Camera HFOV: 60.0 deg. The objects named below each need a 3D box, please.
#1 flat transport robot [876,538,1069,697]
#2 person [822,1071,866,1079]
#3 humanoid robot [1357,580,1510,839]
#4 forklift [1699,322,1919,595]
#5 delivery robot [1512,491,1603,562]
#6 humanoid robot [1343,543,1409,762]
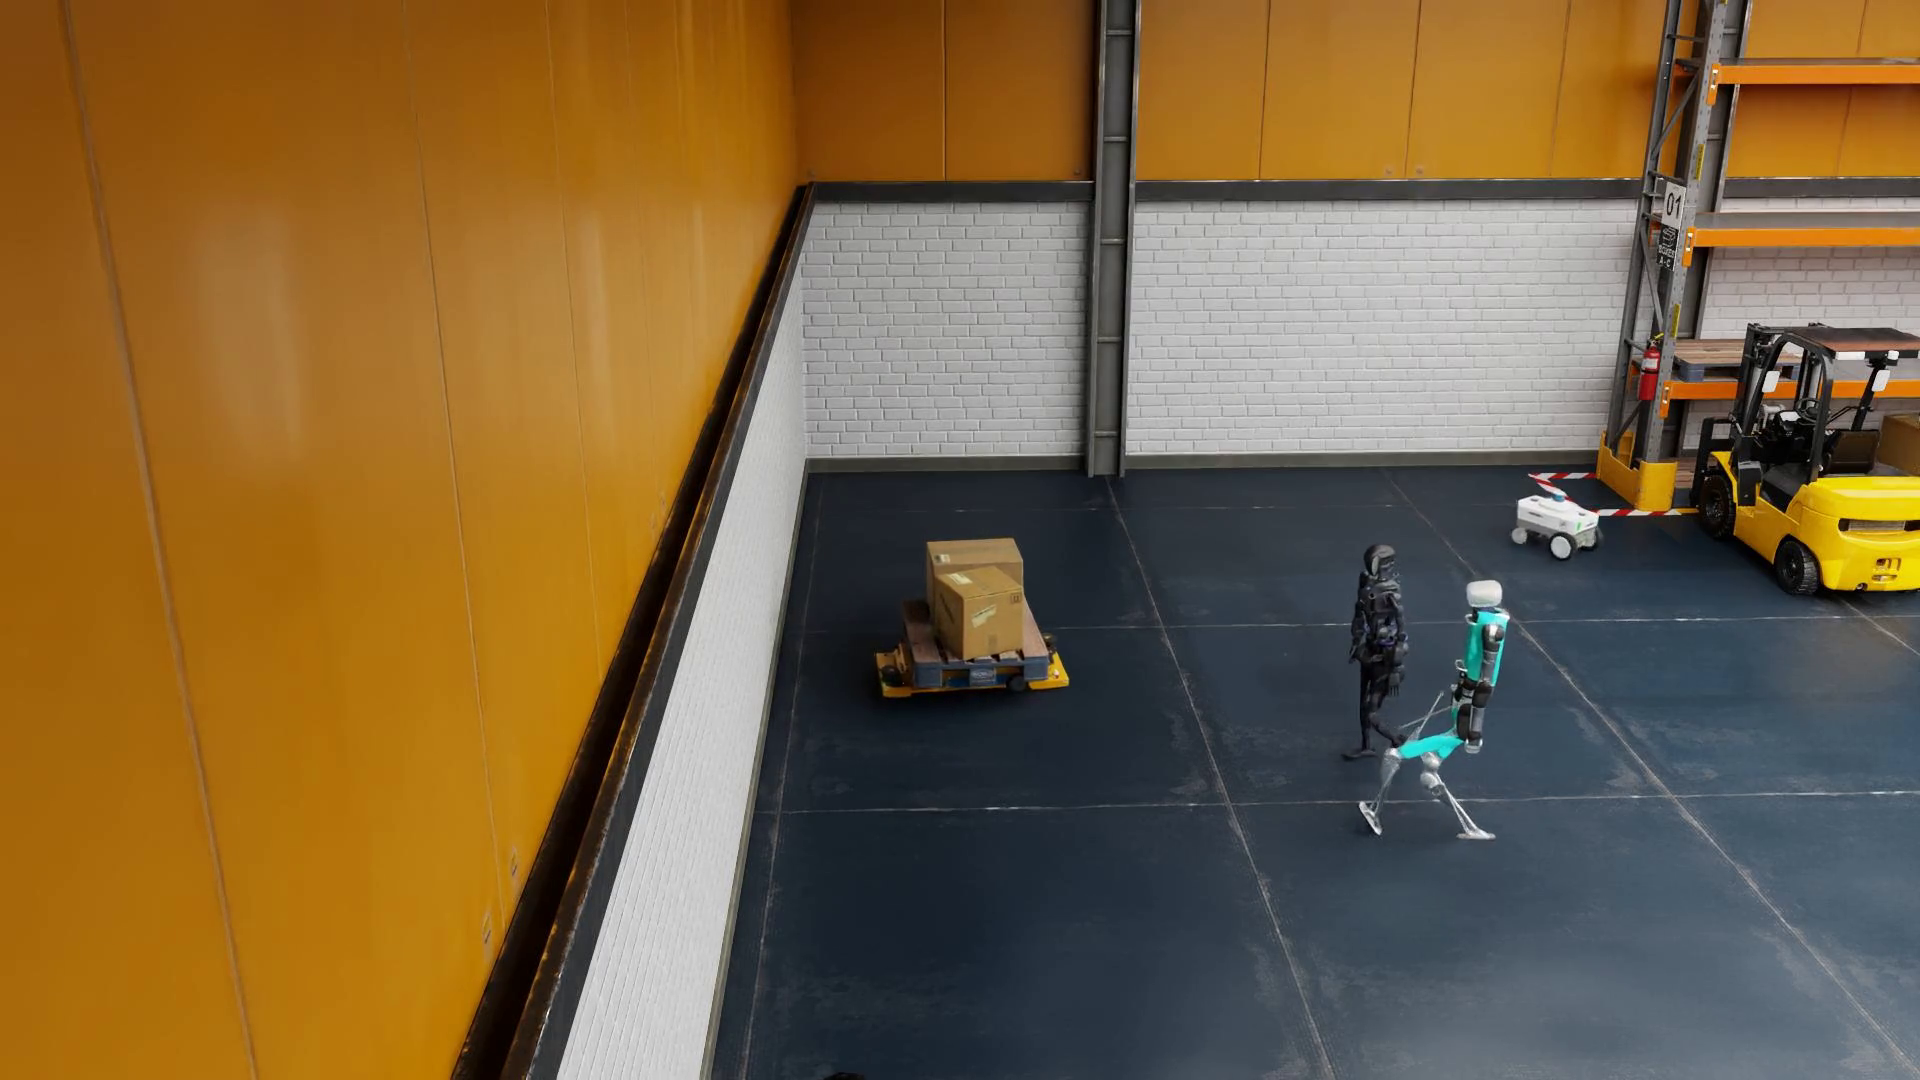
[{"bbox_3d":[0.084,0.968,12.928,1.431,0.231,0.659,-3,20,-7],"label":"flat transport robot"},{"bbox_3d":[-0.393,2.698,6.181,0.318,1.694,0.532,1,20,4],"label":"person"},{"bbox_3d":[2.949,1.095,10.527,1.015,1.783,0.542,3,21,9],"label":"humanoid robot"},{"bbox_3d":[7.809,-0.792,14.926,1.214,2.155,2.313,-1,20,-2],"label":"forklift"},{"bbox_3d":[5.592,-0.143,15.552,0.499,0.613,0.811,-15,25,-34],"label":"delivery robot"},{"bbox_3d":[2.898,0.778,11.407,0.436,1.645,0.609,-6,21,-16],"label":"humanoid robot"}]
